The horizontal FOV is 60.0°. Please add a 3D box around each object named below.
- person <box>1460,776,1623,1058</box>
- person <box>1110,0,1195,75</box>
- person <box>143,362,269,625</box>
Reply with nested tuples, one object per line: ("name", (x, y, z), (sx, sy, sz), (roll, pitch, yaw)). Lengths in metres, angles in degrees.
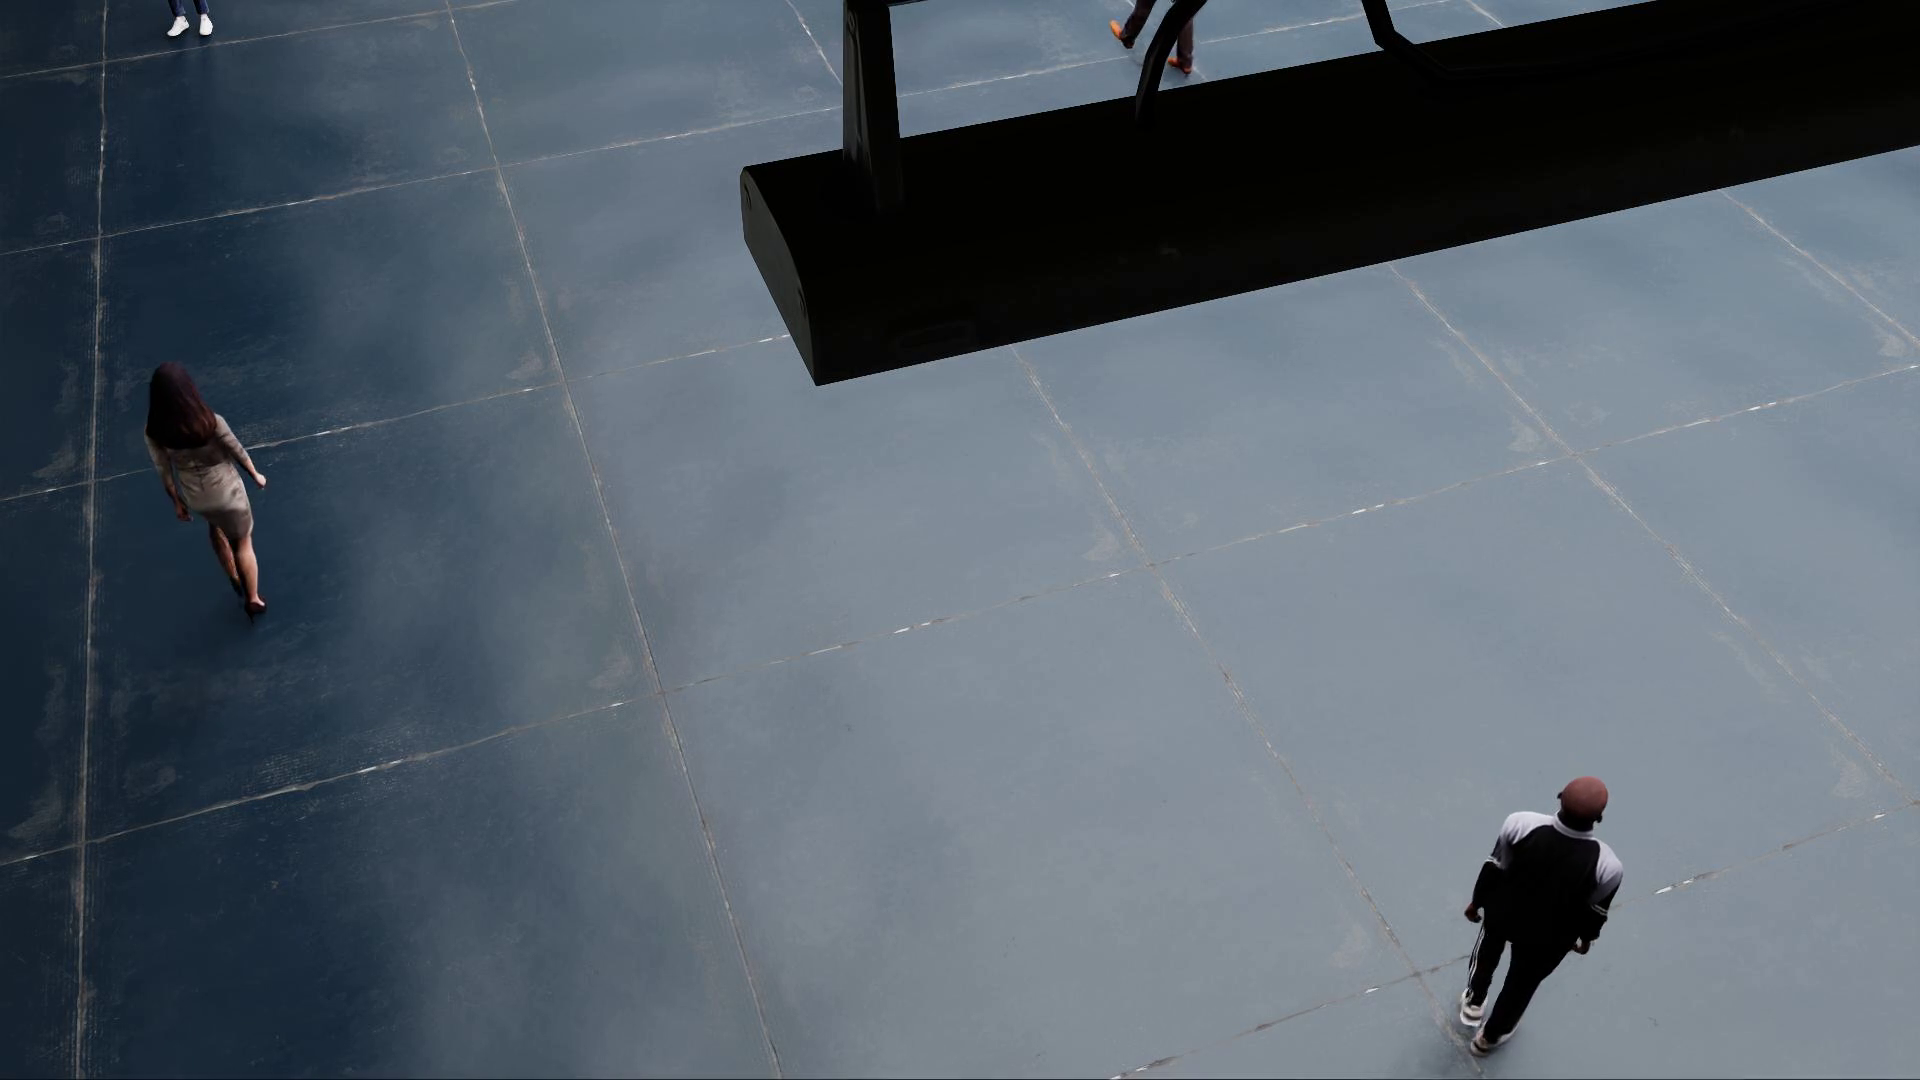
("person", (2.383, 1.654, 7.051), (0.757, 1.815, 0.856), (27, 50, 26))
("person", (1.816, -4.772, 13.973), (0.844, 1.759, 1.208), (-23, 48, -23))
("person", (-4.076, -0.187, 9.082), (0.675, 1.733, 0.695), (-3, 43, -3))
